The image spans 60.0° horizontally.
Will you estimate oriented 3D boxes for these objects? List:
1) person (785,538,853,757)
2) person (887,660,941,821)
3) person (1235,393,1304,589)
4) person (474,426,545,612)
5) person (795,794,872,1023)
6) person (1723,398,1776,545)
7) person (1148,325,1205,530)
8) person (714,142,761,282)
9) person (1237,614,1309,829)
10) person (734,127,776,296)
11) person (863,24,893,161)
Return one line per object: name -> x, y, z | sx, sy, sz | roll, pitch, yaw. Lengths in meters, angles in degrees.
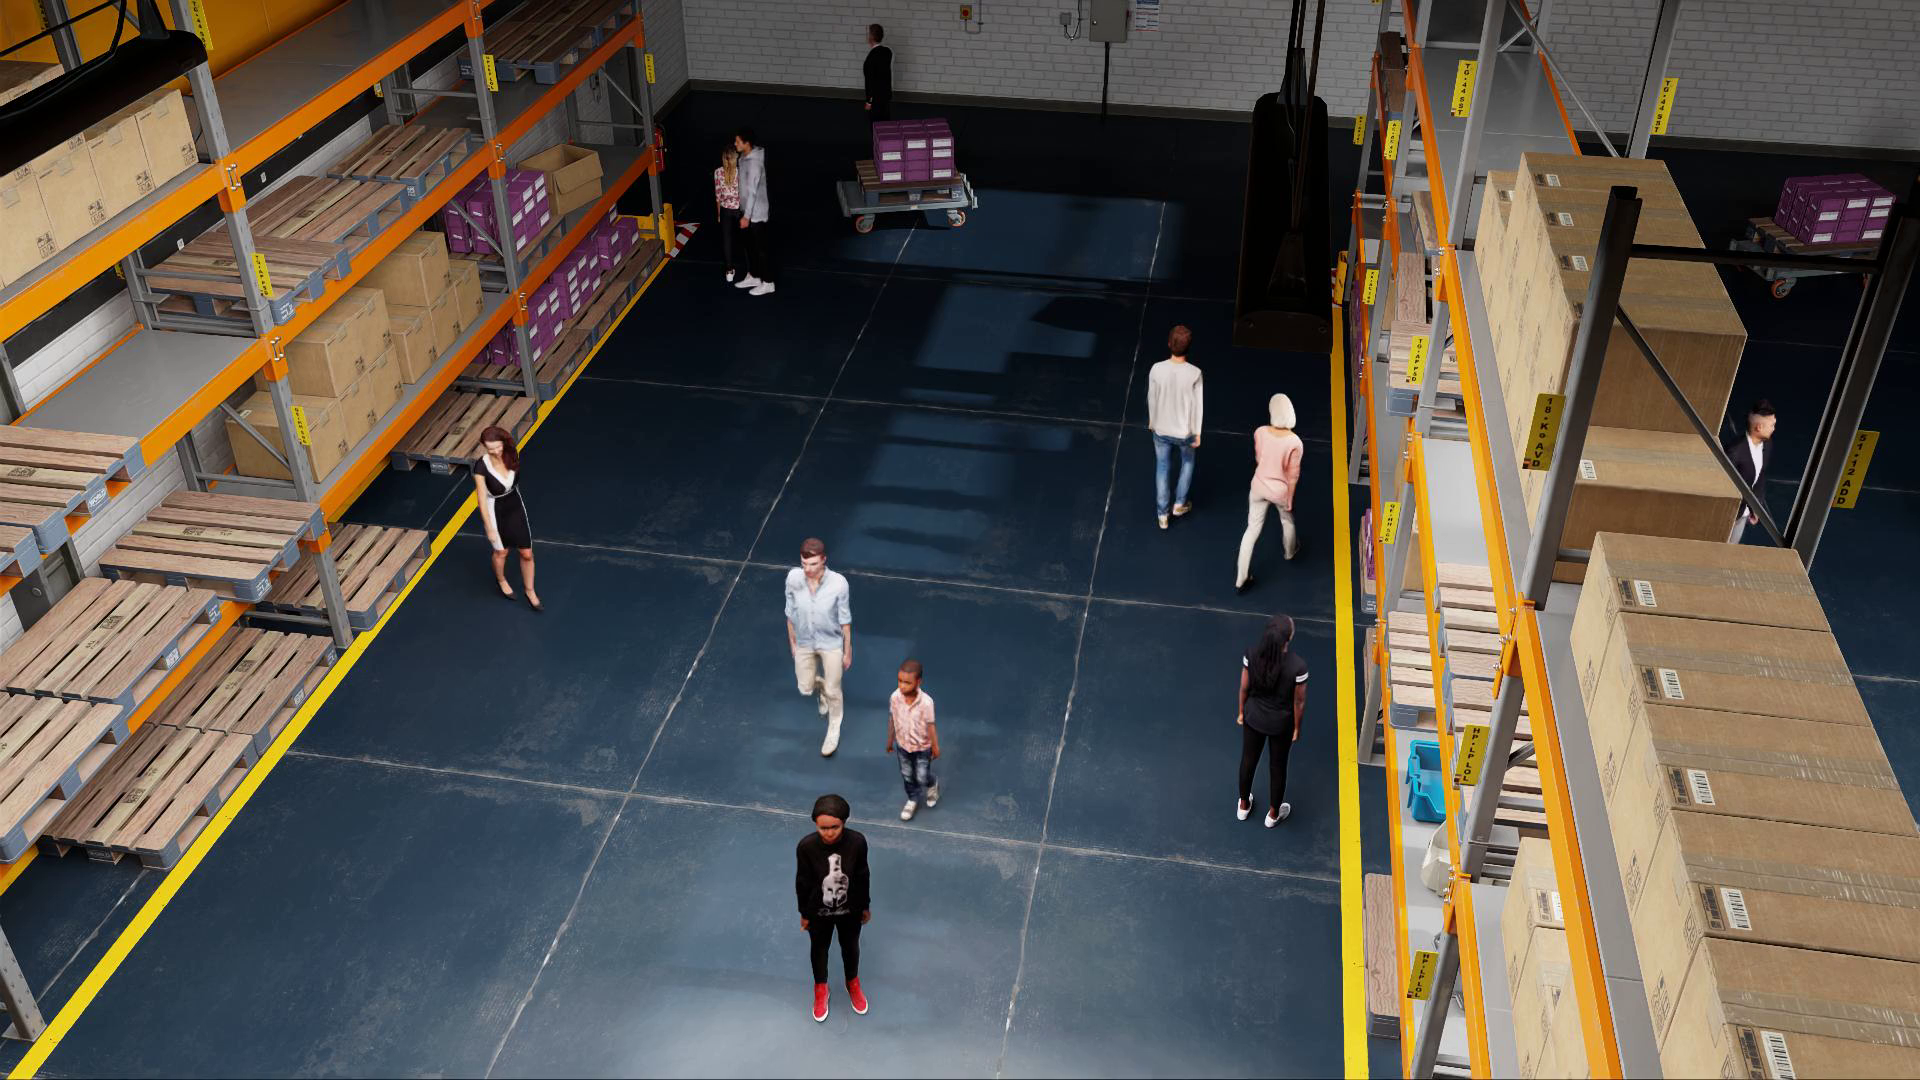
person -> -0.976, 0.694, 12.043 | 0.640, 1.830, 0.786 | 6, 34, 8
person -> -0.284, 1.346, 11.540 | 0.598, 1.301, 0.659 | 14, 36, 20
person -> 2.538, -0.362, 13.779 | 0.885, 1.666, 1.215 | 20, 38, 27
person -> -3.724, -0.210, 13.464 | 0.879, 1.762, 0.854 | 22, 39, 29
person -> -0.756, 2.178, 9.951 | 0.668, 1.674, 0.657 | -6, 34, -9
person -> 6.163, -0.273, 13.395 | 0.920, 1.945, 0.991 | -11, 35, -17
person -> 1.845, -0.918, 14.417 | 0.723, 1.887, 0.733 | 11, 35, 16
person -> -2.555, -3.723, 18.867 | 0.575, 1.632, 0.504 | 4, 34, 6
person -> 2.107, 1.224, 11.338 | 0.679, 1.728, 0.674 | 17, 37, 23
person -> -2.253, -3.664, 18.517 | 0.878, 1.921, 0.788 | -14, 36, -20
person -> -1.083, -5.901, 21.980 | 0.831, 1.814, 0.659 | 18, 38, 25
